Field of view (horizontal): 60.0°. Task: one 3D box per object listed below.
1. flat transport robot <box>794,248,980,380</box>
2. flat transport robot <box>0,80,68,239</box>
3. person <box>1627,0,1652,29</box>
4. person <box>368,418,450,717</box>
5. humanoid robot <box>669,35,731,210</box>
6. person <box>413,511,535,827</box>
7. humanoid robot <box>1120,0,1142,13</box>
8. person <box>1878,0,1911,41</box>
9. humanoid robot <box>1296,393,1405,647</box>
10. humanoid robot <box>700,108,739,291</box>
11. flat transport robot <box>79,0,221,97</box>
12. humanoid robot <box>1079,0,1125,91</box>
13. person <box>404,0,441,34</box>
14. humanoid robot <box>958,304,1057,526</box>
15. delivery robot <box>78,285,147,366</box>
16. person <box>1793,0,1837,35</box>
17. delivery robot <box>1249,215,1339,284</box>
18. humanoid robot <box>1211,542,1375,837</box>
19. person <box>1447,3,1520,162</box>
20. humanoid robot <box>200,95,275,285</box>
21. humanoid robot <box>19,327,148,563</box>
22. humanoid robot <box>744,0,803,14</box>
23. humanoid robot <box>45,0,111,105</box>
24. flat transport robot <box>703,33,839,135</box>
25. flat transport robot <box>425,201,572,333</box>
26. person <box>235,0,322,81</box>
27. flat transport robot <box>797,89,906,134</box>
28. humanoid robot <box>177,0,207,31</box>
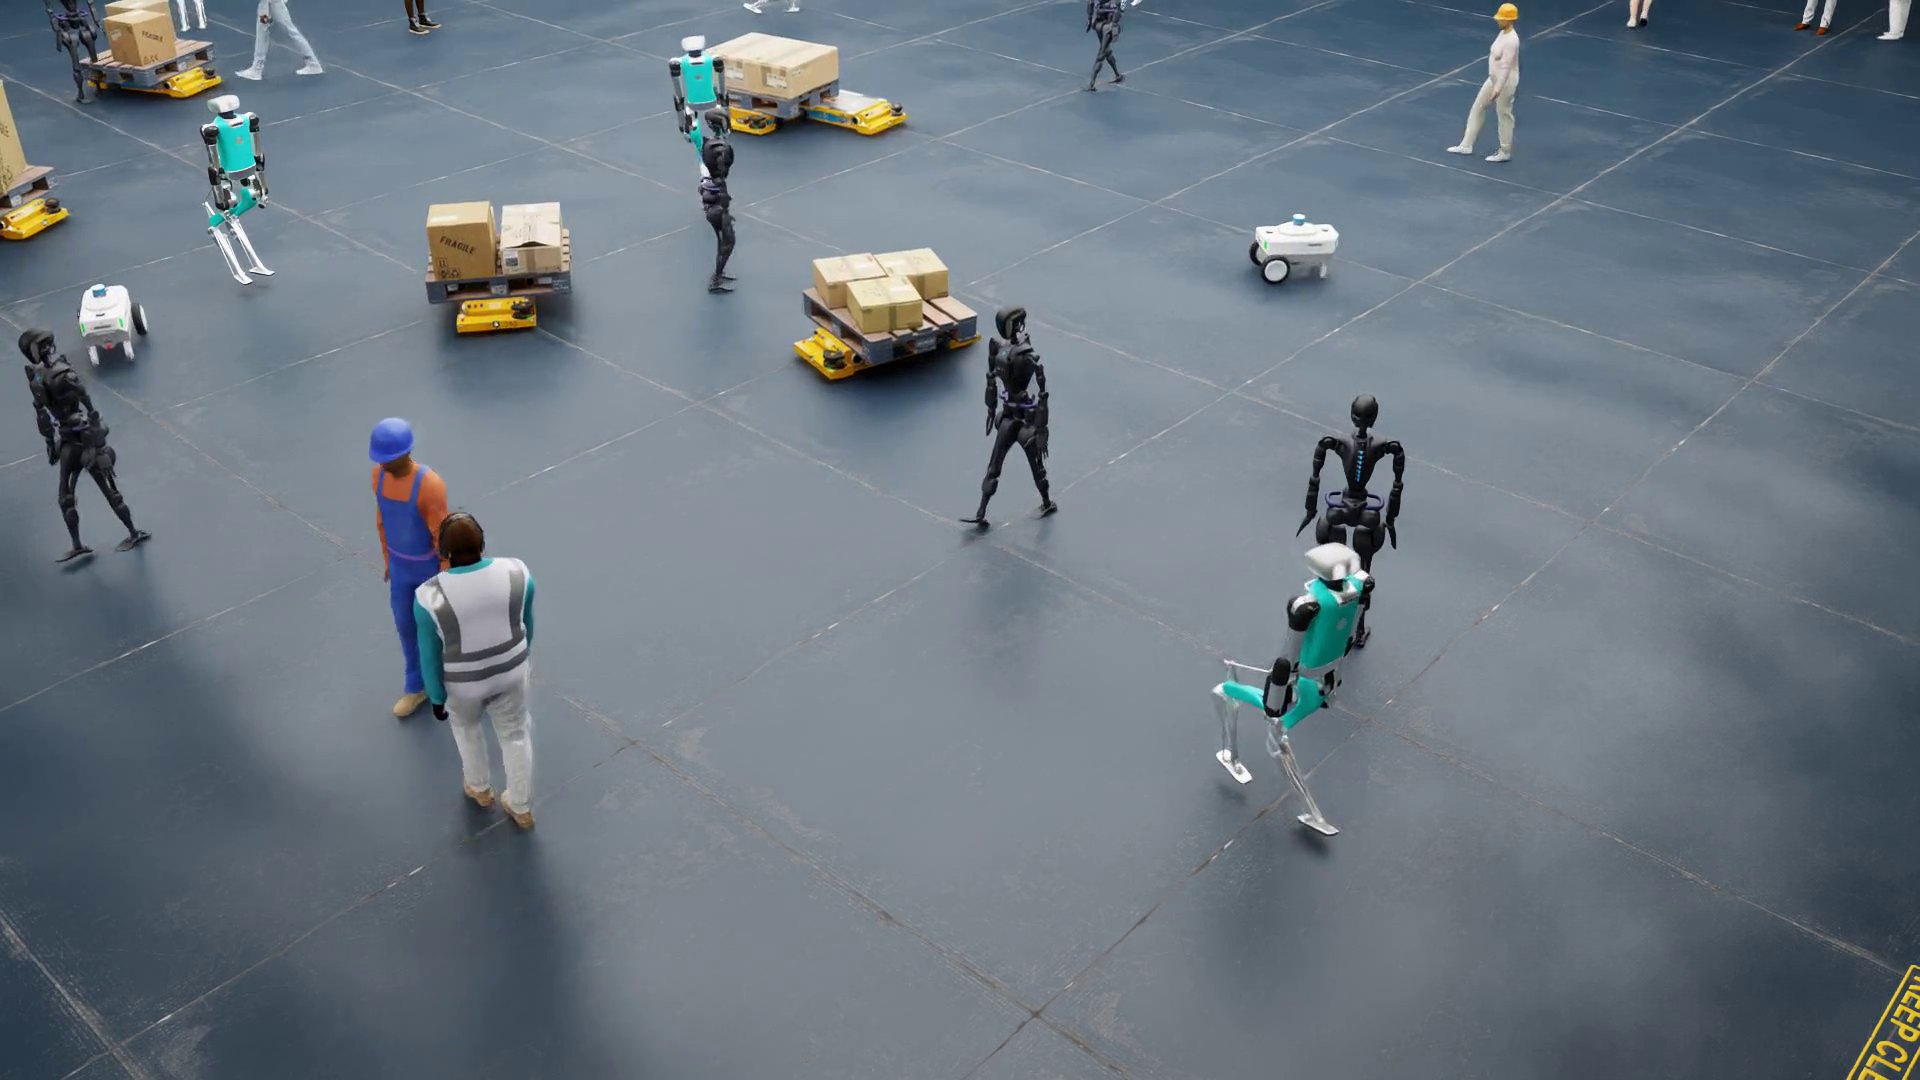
[{"bbox_3d":[-0.607,-1.697,13.886,1.431,0.231,0.659,-18,36,-27],"label":"flat transport robot"},{"bbox_3d":[-9.603,-3.189,16.289,1.431,0.231,0.659,7,33,11],"label":"flat transport robot"},{"bbox_3d":[9.204,-7.806,22.217,0.562,1.850,0.577,10,33,16],"label":"person"},{"bbox_3d":[-3.037,0.116,9.432,0.541,1.890,0.611,11,34,18],"label":"person"},{"bbox_3d":[-2.543,-4.152,16.447,0.571,1.758,0.947,-5,32,-8],"label":"humanoid robot"},{"bbox_3d":[-2.494,0.646,8.645,0.633,1.818,0.674,-17,36,-26],"label":"person"},{"bbox_3d":[2.377,-8.107,22.821,0.558,1.734,1.032,14,34,21],"label":"humanoid robot"},{"bbox_3d":[12.389,-7.383,21.751,0.318,1.628,0.585,24,39,33],"label":"person"},{"bbox_3d":[2.343,-0.121,10.003,0.599,1.655,0.315,5,32,9],"label":"humanoid robot"},{"bbox_3d":[-2.134,-2.993,14.638,0.355,1.639,0.590,-7,33,-11],"label":"humanoid robot"},{"bbox_3d":[-9.791,-5.614,20.195,1.431,0.231,0.659,10,33,15],"label":"flat transport robot"},{"bbox_3d":[1.729,-6.222,19.881,0.784,1.622,0.598,-19,37,-28],"label":"humanoid robot"},{"bbox_3d":[-7.261,-7.731,21.996,0.368,1.966,0.605,8,33,13],"label":"person"},{"bbox_3d":[0.366,-0.797,11.141,0.763,1.625,0.609,-25,40,-34],"label":"humanoid robot"},{"bbox_3d":[-7.097,-1.832,13.849,0.499,0.611,0.800,-11,34,-18],"label":"delivery robot"},{"bbox_3d":[11.495,-7.626,21.954,0.364,1.830,0.515,-24,39,-33],"label":"person"},{"bbox_3d":[3.040,-2.678,15.194,0.766,0.594,0.528,-2,32,-4],"label":"delivery robot"},{"bbox_3d":[1.658,0.693,8.678,0.541,1.746,1.033,-21,38,-30],"label":"humanoid robot"},{"bbox_3d":[5.604,-4.823,17.583,0.753,1.662,0.500,0,32,0],"label":"person"},{"bbox_3d":[-6.452,-3.115,14.651,0.735,1.677,0.533,19,37,28],"label":"humanoid robot"},{"bbox_3d":[-5.763,-0.596,10.790,0.609,1.641,0.631,14,35,22],"label":"humanoid robot"},{"bbox_3d":[-2.467,-7.903,22.510,1.067,1.732,0.563,8,33,13],"label":"humanoid robot"},{"bbox_3d":[-10.303,-5.964,19.424,0.331,1.651,0.601,23,39,32],"label":"humanoid robot"},{"bbox_3d":[-2.138,-4.990,19.189,0.659,0.231,1.431,18,36,26],"label":"flat transport robot"},{"bbox_3d":[-4.044,-2.233,14.750,0.659,0.231,1.431,-6,32,-10],"label":"flat transport robot"},{"bbox_3d":[-8.385,-6.489,20.121,1.028,1.837,0.597,-16,35,-24],"label":"person"},{"bbox_3d":[-1.384,-4.954,19.132,1.431,0.231,0.659,20,37,29],"label":"flat transport robot"},{"bbox_3d":[-10.373,-7.654,22.078,0.530,1.768,0.740,-6,32,-9],"label":"humanoid robot"}]
